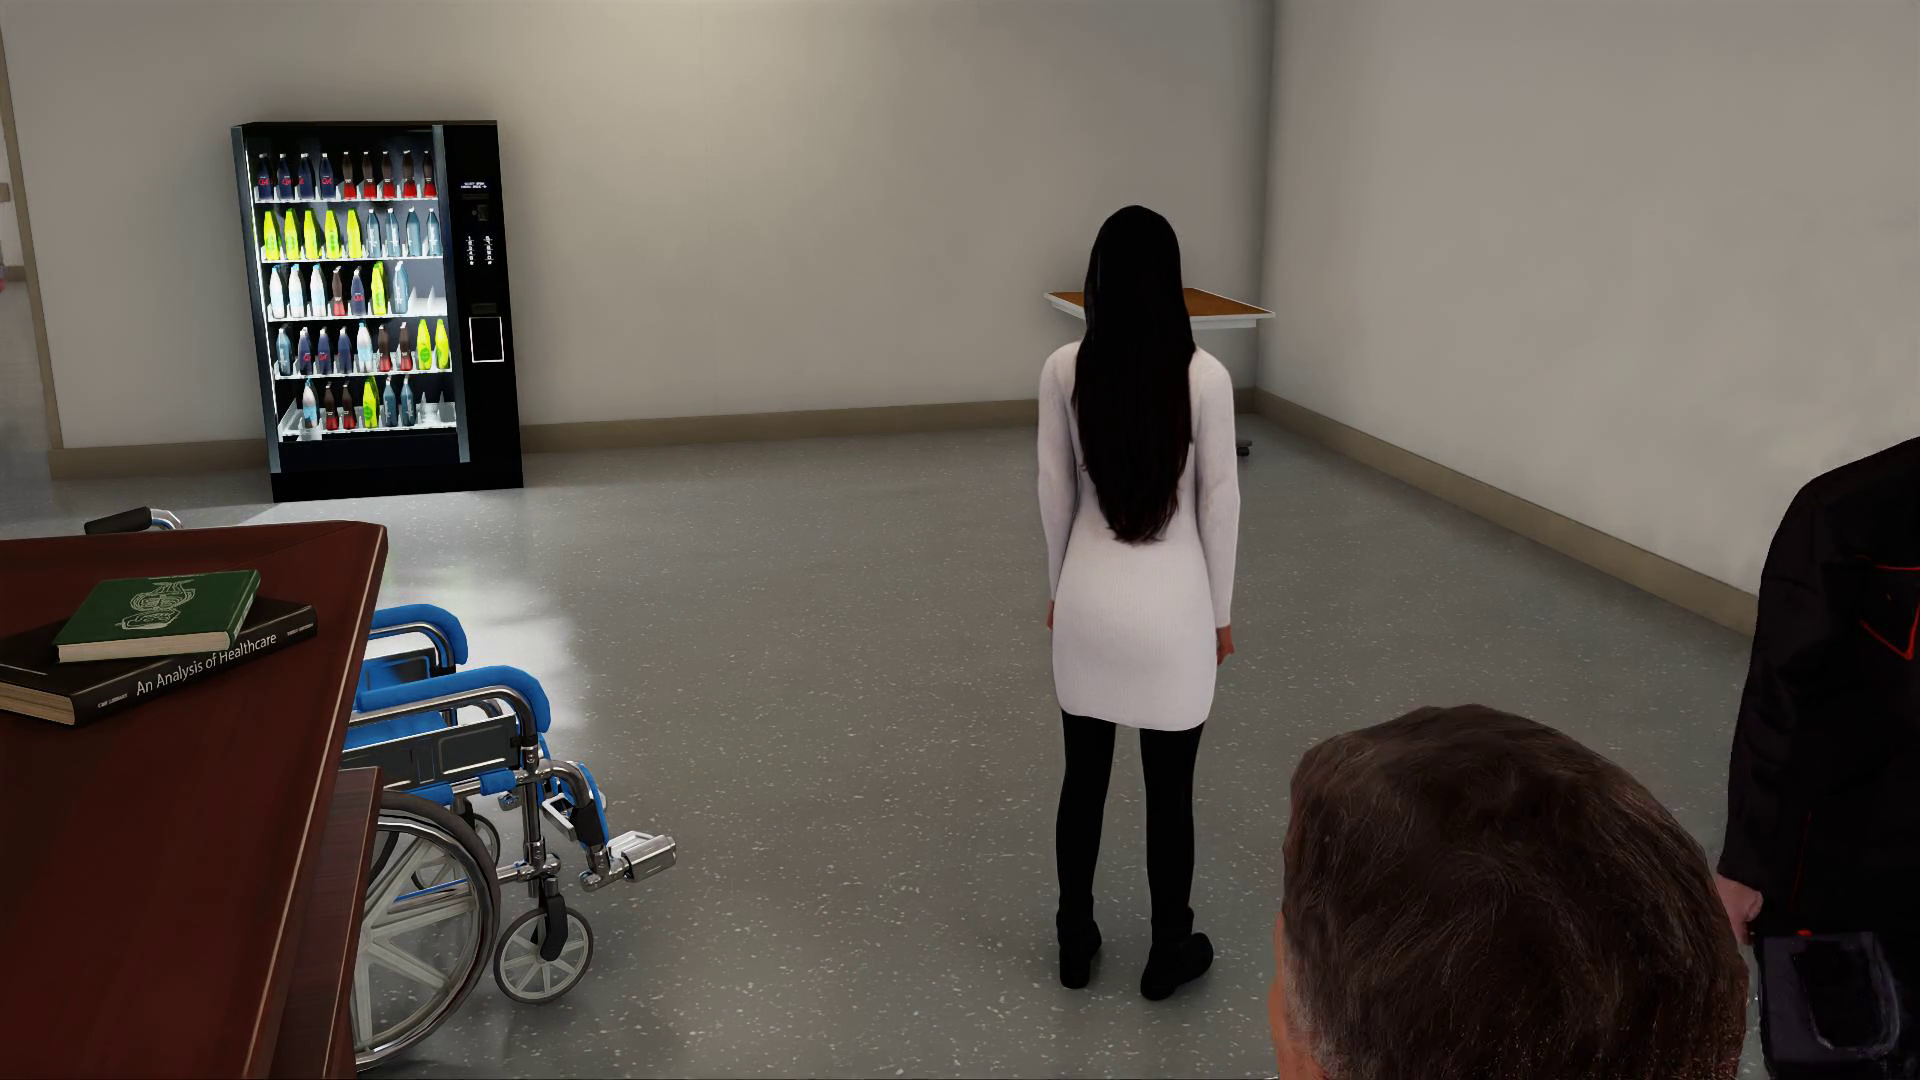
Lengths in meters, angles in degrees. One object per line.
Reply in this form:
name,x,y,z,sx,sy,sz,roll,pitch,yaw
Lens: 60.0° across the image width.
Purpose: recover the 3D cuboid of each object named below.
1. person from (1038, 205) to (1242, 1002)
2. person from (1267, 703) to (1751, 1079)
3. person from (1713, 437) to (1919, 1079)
person,0.377,0.169,3.729,0.662,1.810,0.750,6,17,21
person,0.249,0.992,0.843,0.987,1.791,0.749,-3,16,-10
person,1.309,0.511,2.395,1.042,1.875,0.888,-1,16,-3
